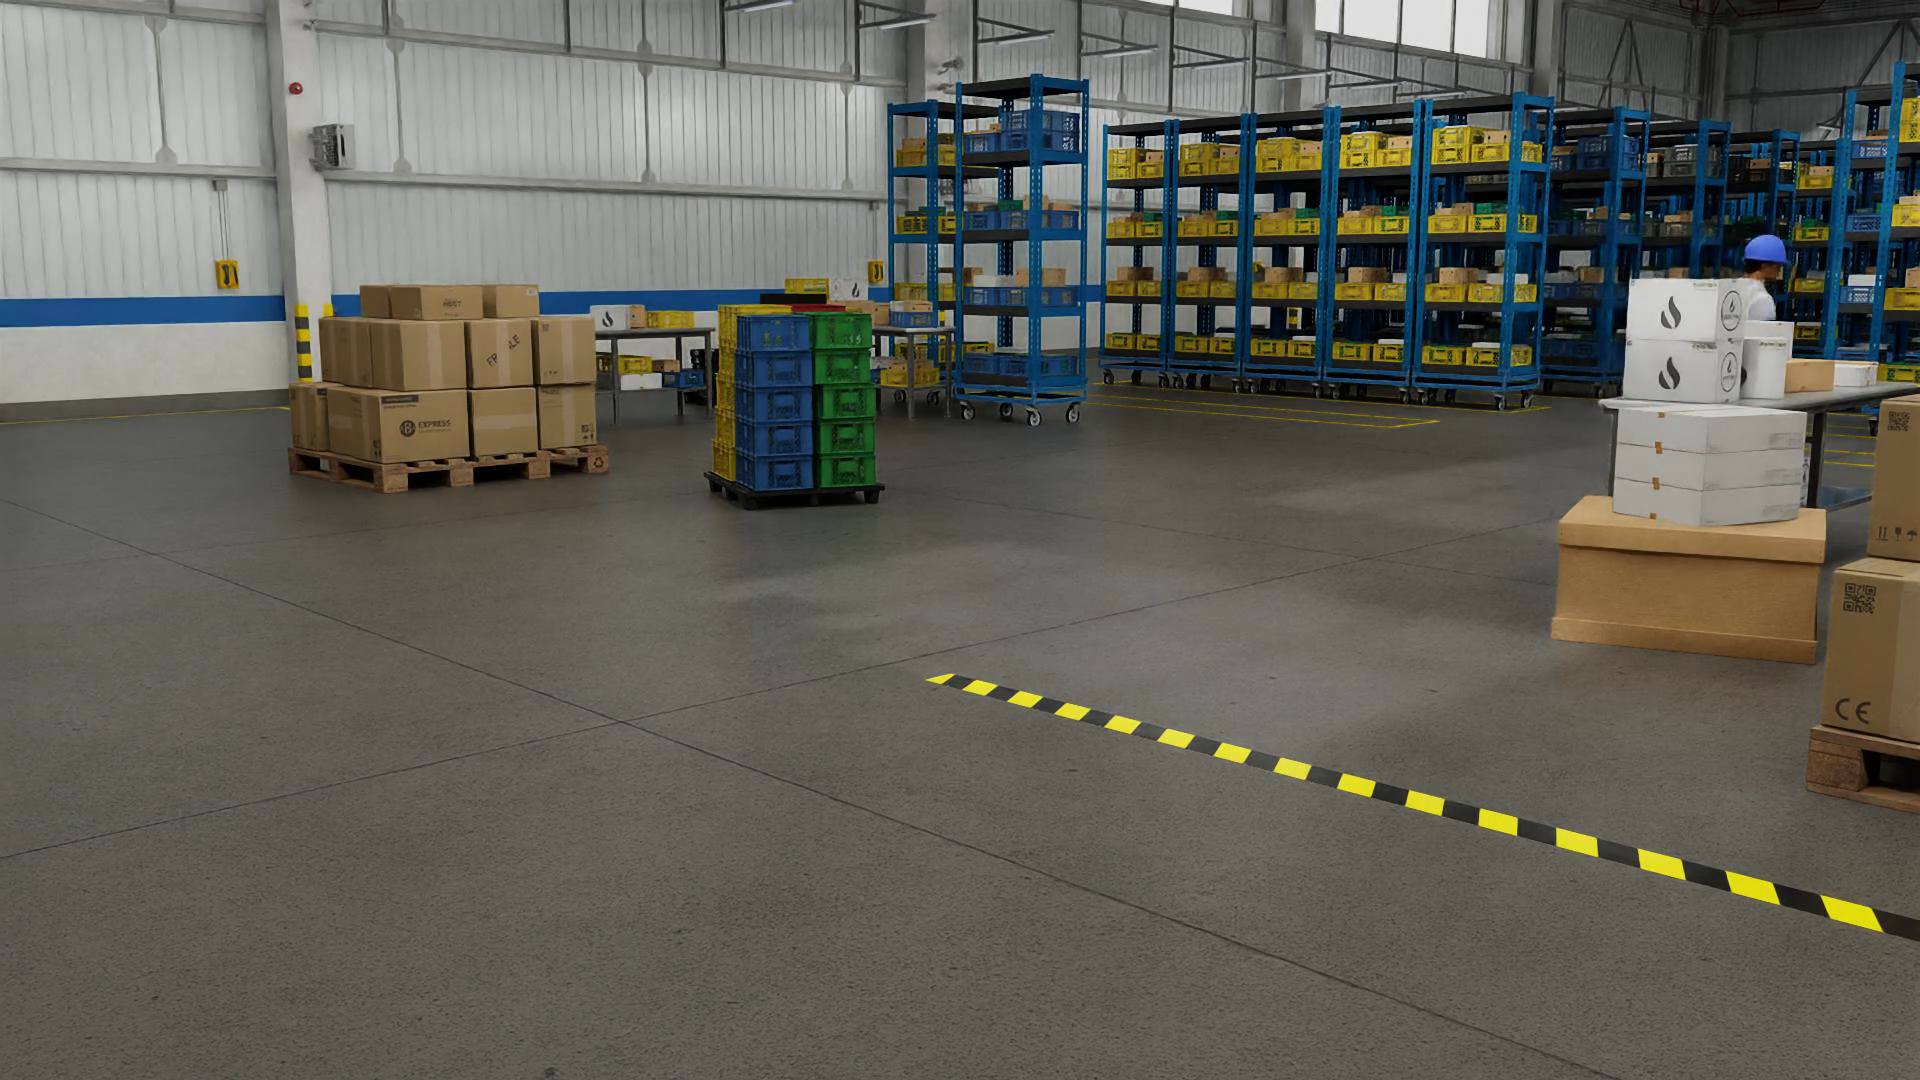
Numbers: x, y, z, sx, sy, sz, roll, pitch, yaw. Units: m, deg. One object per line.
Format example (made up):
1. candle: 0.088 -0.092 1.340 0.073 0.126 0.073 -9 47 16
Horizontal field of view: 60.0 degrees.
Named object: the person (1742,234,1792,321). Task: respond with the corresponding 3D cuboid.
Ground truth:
1. person: 5.123 -1.054 10.947 1.038 1.892 0.594 -1 9 -5
